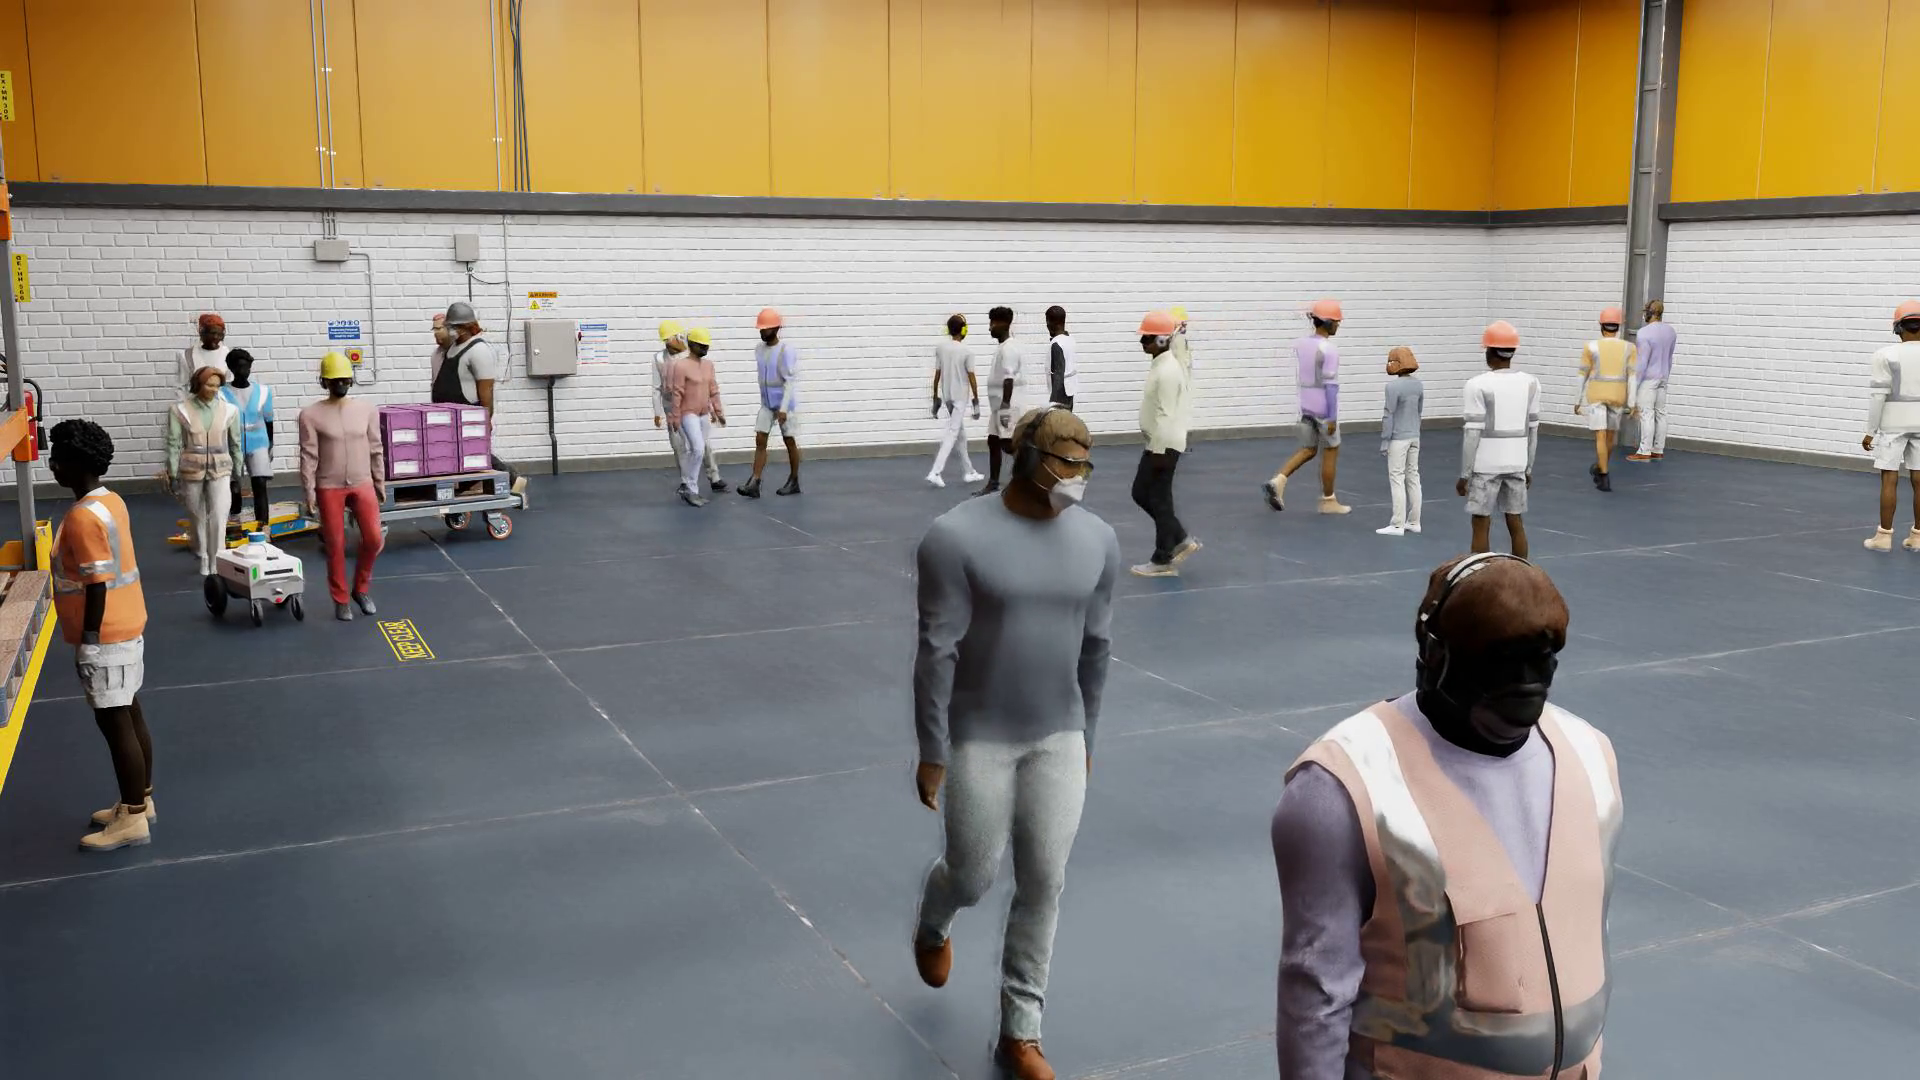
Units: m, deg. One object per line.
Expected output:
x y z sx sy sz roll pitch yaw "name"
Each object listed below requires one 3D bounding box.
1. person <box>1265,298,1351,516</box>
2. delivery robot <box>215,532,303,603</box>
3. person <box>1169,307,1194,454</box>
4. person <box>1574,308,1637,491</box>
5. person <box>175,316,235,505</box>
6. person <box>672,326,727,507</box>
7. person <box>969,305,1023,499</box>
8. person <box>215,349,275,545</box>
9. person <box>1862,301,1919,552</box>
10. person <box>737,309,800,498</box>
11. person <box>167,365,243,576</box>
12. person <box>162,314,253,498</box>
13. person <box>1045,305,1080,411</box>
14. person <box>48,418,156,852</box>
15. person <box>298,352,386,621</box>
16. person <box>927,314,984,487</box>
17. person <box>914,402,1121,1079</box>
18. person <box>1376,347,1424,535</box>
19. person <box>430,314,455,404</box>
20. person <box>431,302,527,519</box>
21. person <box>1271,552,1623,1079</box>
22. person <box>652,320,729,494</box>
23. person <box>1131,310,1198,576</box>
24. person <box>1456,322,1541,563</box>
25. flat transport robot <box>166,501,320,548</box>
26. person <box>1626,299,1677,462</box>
3.263 -1.212 15.349 0.777 2.026 0.621 -4 10 -22 "person"
-4.596 0.192 10.901 0.477 0.478 0.707 -8 12 -42 "delivery robot"
2.699 -1.985 20.745 0.403 1.833 0.586 -3 10 -19 "person"
6.762 -1.487 17.483 0.569 1.882 0.976 1 9 7 "person"
-7.121 -1.215 15.908 0.620 1.858 0.618 -2 9 -15 "person"
-2.530 -1.192 16.124 0.506 1.737 0.527 5 11 30 "person"
0.526 -1.352 16.481 0.780 1.946 0.608 -1 9 -7 "person"
-5.916 -0.762 13.729 0.521 1.643 0.898 -5 11 -29 "person"
7.624 -0.909 13.447 0.605 2.033 0.392 1 9 5 "person"
-1.903 -1.350 16.623 0.557 1.886 0.935 6 11 34 "person"
-5.518 -0.483 12.156 0.520 1.598 0.833 -5 11 -30 "person"
-7.487 -1.303 16.459 0.758 1.863 0.583 -4 10 -26 "person"
1.062 -1.509 17.545 0.391 1.913 0.587 2 9 14 "person"
-3.385 0.369 6.559 0.318 1.695 0.539 -3 10 -17 "person"
-3.992 -0.338 10.775 0.545 1.750 0.399 -7 11 -35 "person"
-0.050 -1.487 17.675 0.527 1.829 0.982 8 12 40 "person"
0.135 0.549 4.786 0.656 1.912 0.716 -3 10 -20 "person"
3.816 -0.854 14.379 0.497 1.624 0.287 -8 12 -41 "person"
-4.715 -1.181 15.648 0.686 1.871 0.851 7 11 35 "person"
-4.492 -1.236 15.452 0.889 2.000 0.686 -6 11 -32 "person"
0.799 0.924 2.674 0.634 1.839 0.429 -4 10 -22 "person"
-2.776 -1.345 16.941 0.718 1.784 0.406 -1 9 -7 "person"
1.477 -0.705 12.330 0.430 1.981 0.643 0 9 1 "person"
3.620 -0.498 11.280 0.569 1.928 0.409 -2 9 -13 "person"
-5.948 -0.139 14.119 0.652 0.197 1.431 3 10 18 "flat transport robot"
8.244 -1.892 19.840 0.627 1.941 0.370 -6 11 -31 "person"
